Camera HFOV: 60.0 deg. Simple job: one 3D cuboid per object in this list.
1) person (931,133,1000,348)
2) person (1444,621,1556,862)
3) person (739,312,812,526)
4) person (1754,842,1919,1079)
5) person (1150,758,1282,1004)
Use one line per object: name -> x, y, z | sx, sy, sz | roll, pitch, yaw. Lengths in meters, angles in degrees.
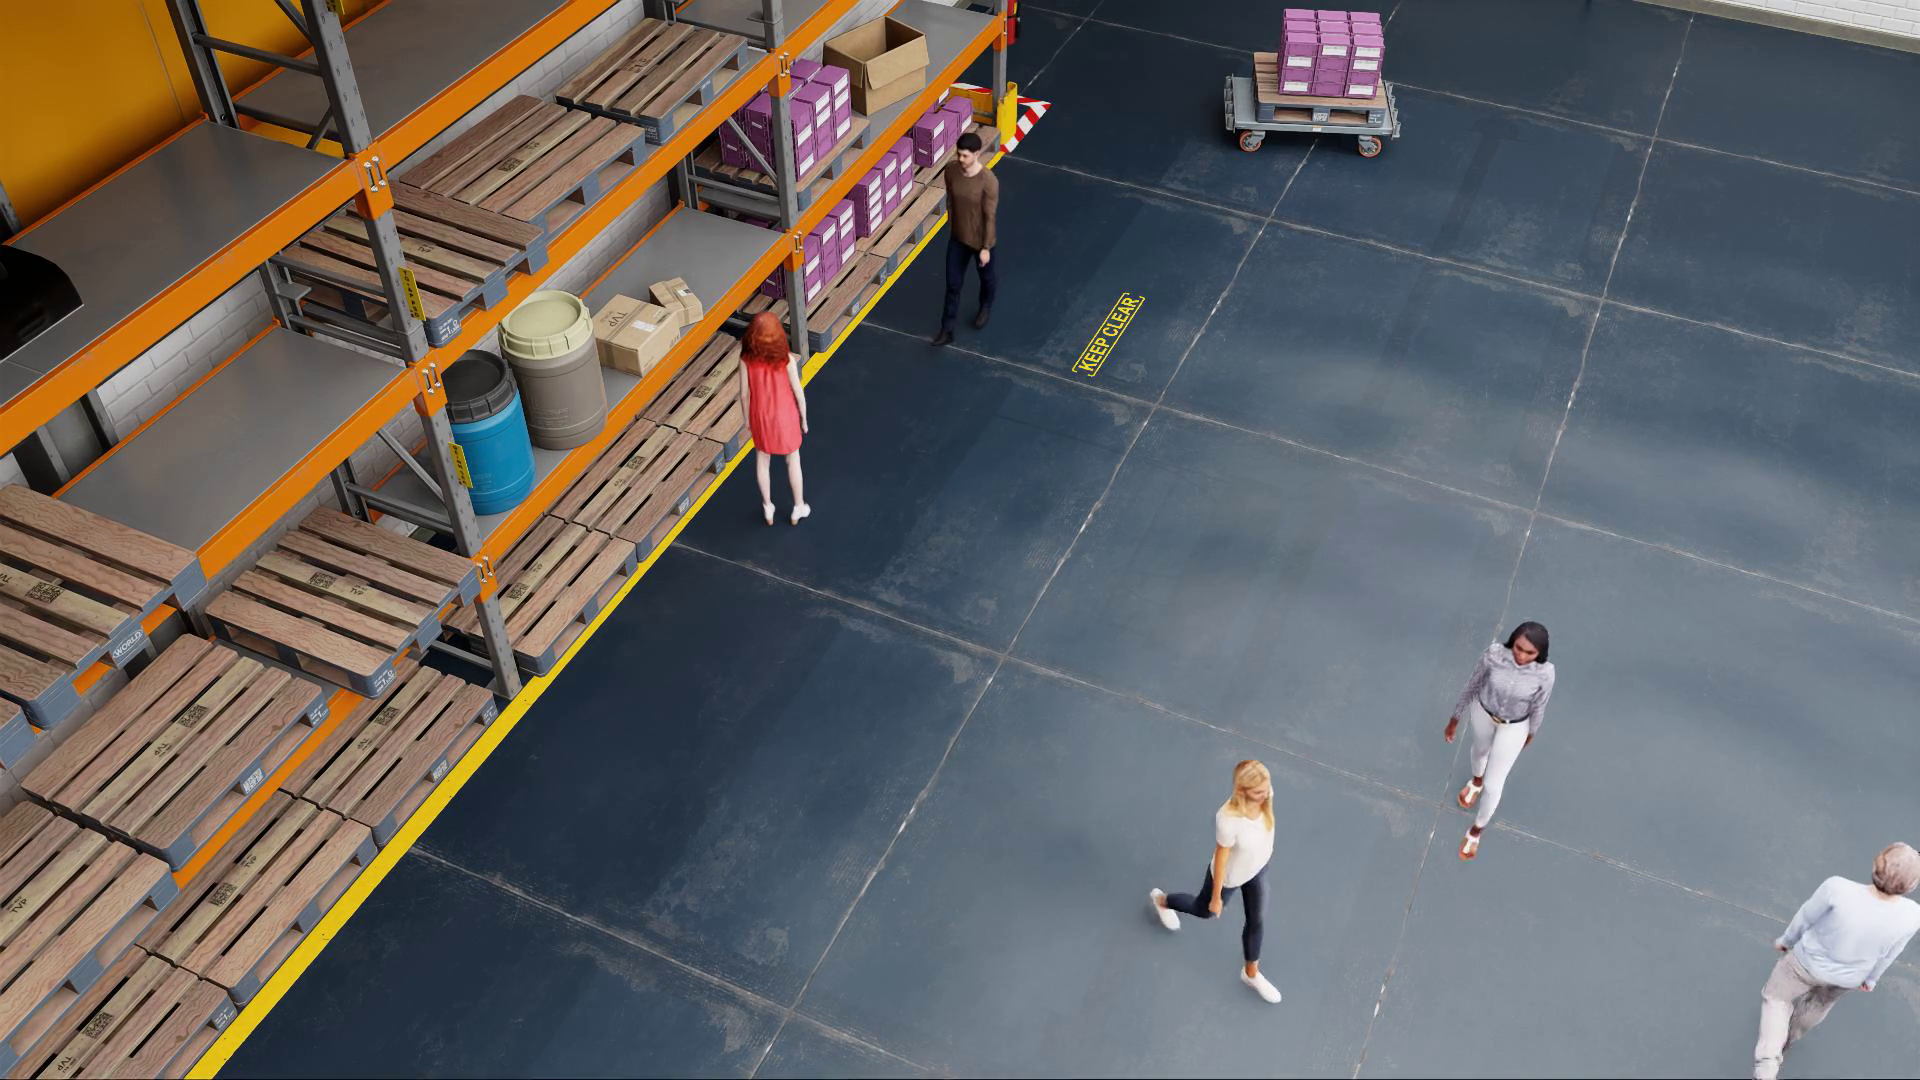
person -> 0.150, -2.500, 13.491 | 0.642, 1.848, 1.022 | 17, 46, 17
person -> 3.229, 1.034, 9.889 | 0.742, 1.699, 0.964 | 29, 51, 27
person -> -1.316, -0.839, 11.764 | 0.662, 1.826, 0.620 | 5, 44, 5
person -> 4.435, 2.237, 8.499 | 0.682, 1.874, 1.092 | 16, 46, 16
person -> 1.424, 1.765, 9.067 | 1.178, 1.775, 0.981 | -32, 52, -29
